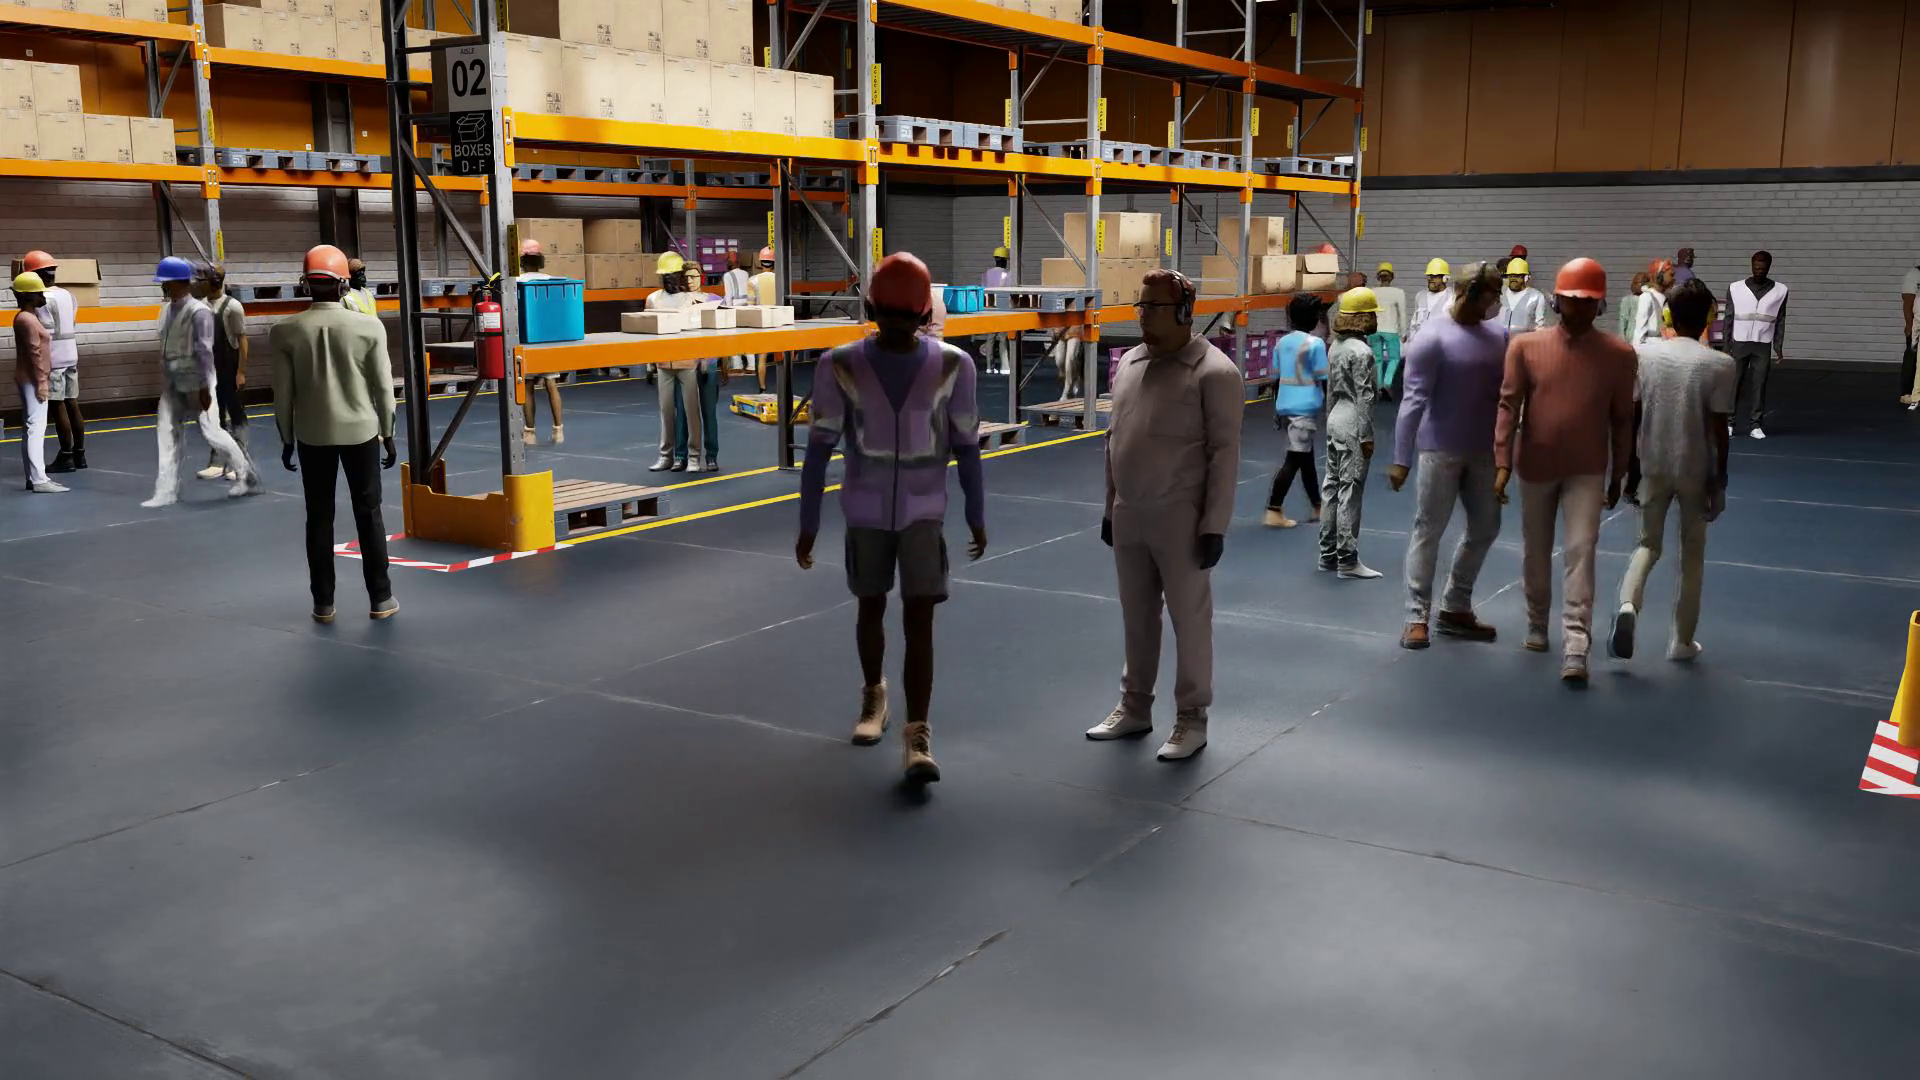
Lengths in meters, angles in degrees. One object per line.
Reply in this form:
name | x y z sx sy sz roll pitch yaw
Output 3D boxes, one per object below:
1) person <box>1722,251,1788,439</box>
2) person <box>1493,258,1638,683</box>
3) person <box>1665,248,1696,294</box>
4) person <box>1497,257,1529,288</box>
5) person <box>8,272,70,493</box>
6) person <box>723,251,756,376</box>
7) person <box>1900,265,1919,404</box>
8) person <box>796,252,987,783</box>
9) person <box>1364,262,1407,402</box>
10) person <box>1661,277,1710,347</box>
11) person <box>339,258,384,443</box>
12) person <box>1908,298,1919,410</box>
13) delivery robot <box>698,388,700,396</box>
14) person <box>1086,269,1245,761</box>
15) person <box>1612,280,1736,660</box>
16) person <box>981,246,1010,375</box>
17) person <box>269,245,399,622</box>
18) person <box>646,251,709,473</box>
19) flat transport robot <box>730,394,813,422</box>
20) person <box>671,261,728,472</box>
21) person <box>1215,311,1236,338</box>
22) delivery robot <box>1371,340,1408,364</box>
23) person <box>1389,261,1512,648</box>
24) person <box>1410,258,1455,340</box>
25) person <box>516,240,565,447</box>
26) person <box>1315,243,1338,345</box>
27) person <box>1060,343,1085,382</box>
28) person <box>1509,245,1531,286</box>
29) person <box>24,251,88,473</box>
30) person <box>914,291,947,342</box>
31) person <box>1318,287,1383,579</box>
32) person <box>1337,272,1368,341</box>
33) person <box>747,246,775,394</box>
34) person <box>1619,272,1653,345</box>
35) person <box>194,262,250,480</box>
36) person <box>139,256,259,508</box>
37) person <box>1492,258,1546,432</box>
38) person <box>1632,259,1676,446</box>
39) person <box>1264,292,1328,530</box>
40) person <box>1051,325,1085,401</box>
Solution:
person | 8.114 -1.993 17.028 0.587 1.914 0.390 3 11 18
person | 2.844 -0.351 7.863 0.610 1.943 1.028 4 11 20
person | 10.528 -3.298 24.277 0.399 1.907 0.644 -1 10 -8
person | 6.838 -2.631 20.853 0.640 1.824 0.798 -3 11 -18
person | -7.420 -1.260 13.370 0.316 1.769 0.524 -7 13 -35
person | -3.287 -3.369 24.792 0.427 1.868 0.614 8 13 37
person | 12.030 -2.697 20.577 0.679 2.000 0.537 -2 10 -9
person | -0.257 -0.093 6.319 0.716 1.965 1.059 0 10 -3
person | 5.308 -2.599 20.832 0.550 1.746 0.526 7 12 33
person | 6.348 -1.440 14.559 0.318 1.699 0.535 -3 11 -18
person | -5.930 -1.844 16.402 0.429 1.843 0.629 2 10 11
person | 11.587 -2.349 19.769 0.500 1.636 0.280 7 12 32
delivery robot | -3.286 -1.966 20.380 0.477 0.478 0.707 1 10 8
person | 0.788 -0.098 6.547 0.407 1.909 0.639 -9 13 -40
person | 3.370 -0.305 7.888 0.523 1.841 0.658 8 13 37
person | 0.601 -3.459 25.118 0.594 1.922 0.385 8 13 36
person | -3.304 -0.556 8.834 0.608 1.996 0.379 -3 11 -14
person | -2.472 -1.541 14.491 0.593 1.922 0.387 3 11 15
flat transport robot | -2.113 -1.524 18.977 0.652 0.197 1.431 -5 11 -23
person | -2.317 -1.518 14.584 0.571 1.843 0.373 -1 10 -3
person | 4.139 -3.597 25.900 0.444 1.915 0.665 -4 11 -19
delivery robot | 6.679 -2.894 25.514 0.707 0.478 0.477 4 11 20
person | 2.457 -0.421 8.327 0.759 1.922 0.390 -5 11 -26
person | 4.941 -2.006 17.322 0.404 1.833 0.592 -10 14 -44
person | -4.186 -1.917 16.371 0.653 2.026 0.509 -7 12 -33
person | 5.452 -3.514 25.272 0.530 1.975 0.635 0 10 2
person | 1.640 -3.180 23.537 0.615 1.938 0.716 3 11 15
person | 9.052 -3.816 27.062 0.356 1.938 0.545 7 12 33
person | -7.915 -1.546 14.511 0.372 1.928 0.543 0 10 -1
person | -0.406 -1.342 13.477 0.637 1.898 0.396 9 13 40
person | 2.370 -0.644 10.021 0.296 1.745 0.485 -2 10 -12
person | 5.102 -2.681 21.687 0.508 1.608 0.752 6 12 31
person | -2.395 -2.702 20.884 0.542 1.939 0.369 -1 10 -7
person | 8.232 -2.429 20.216 0.507 1.633 0.278 -3 11 -15
person | -6.251 -1.422 14.064 0.504 1.842 0.346 4 11 20
person | -5.887 -1.219 12.830 0.618 1.917 0.932 6 12 32
person | 5.845 -2.051 17.570 0.588 1.834 0.403 7 12 32
person | 6.771 -1.792 16.142 0.897 1.840 0.598 9 14 41
person | 2.452 -0.907 11.712 0.753 1.658 0.539 -3 11 -18
person | 1.407 -2.577 21.089 0.522 1.622 0.634 7 13 35
